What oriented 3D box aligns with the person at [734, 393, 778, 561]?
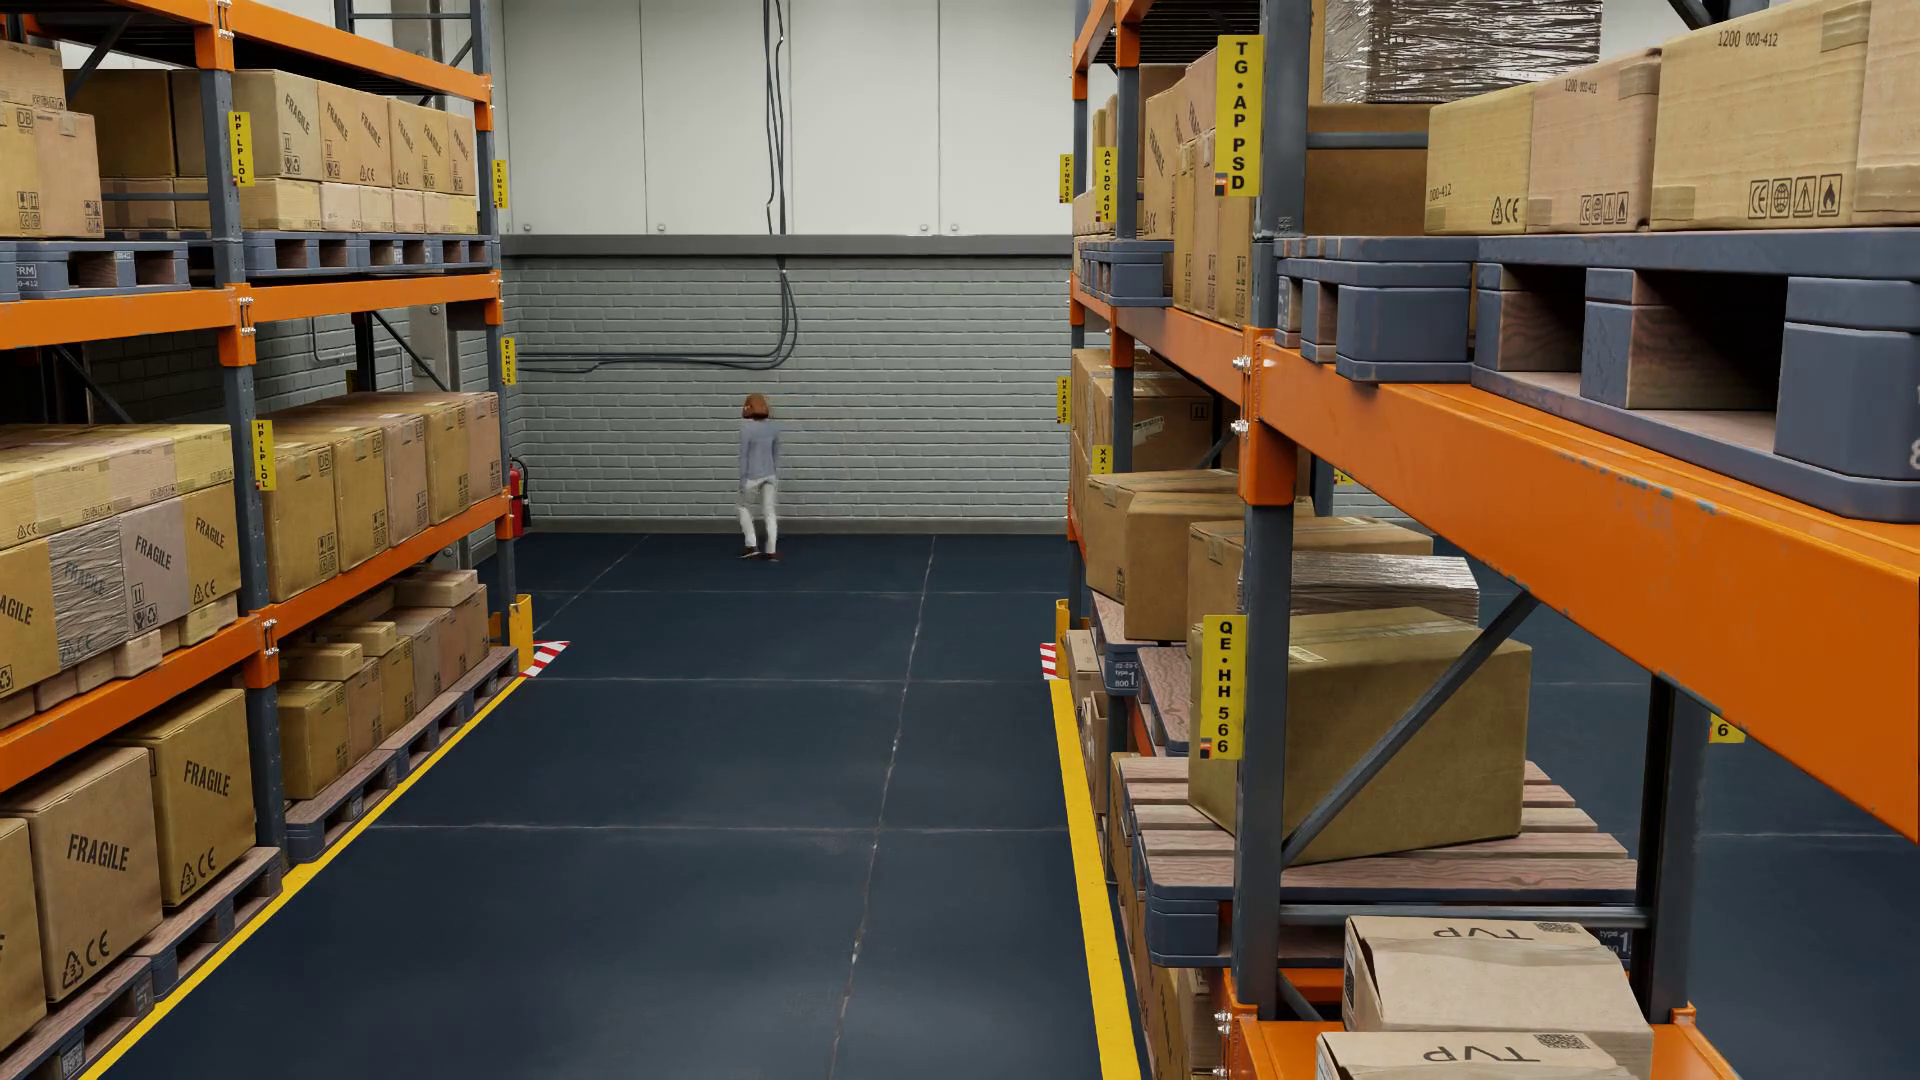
[{"bbox_3d":[-1.960,-0.598,15.985,0.504,1.615,0.526,9,13,40],"label":"person"}]
